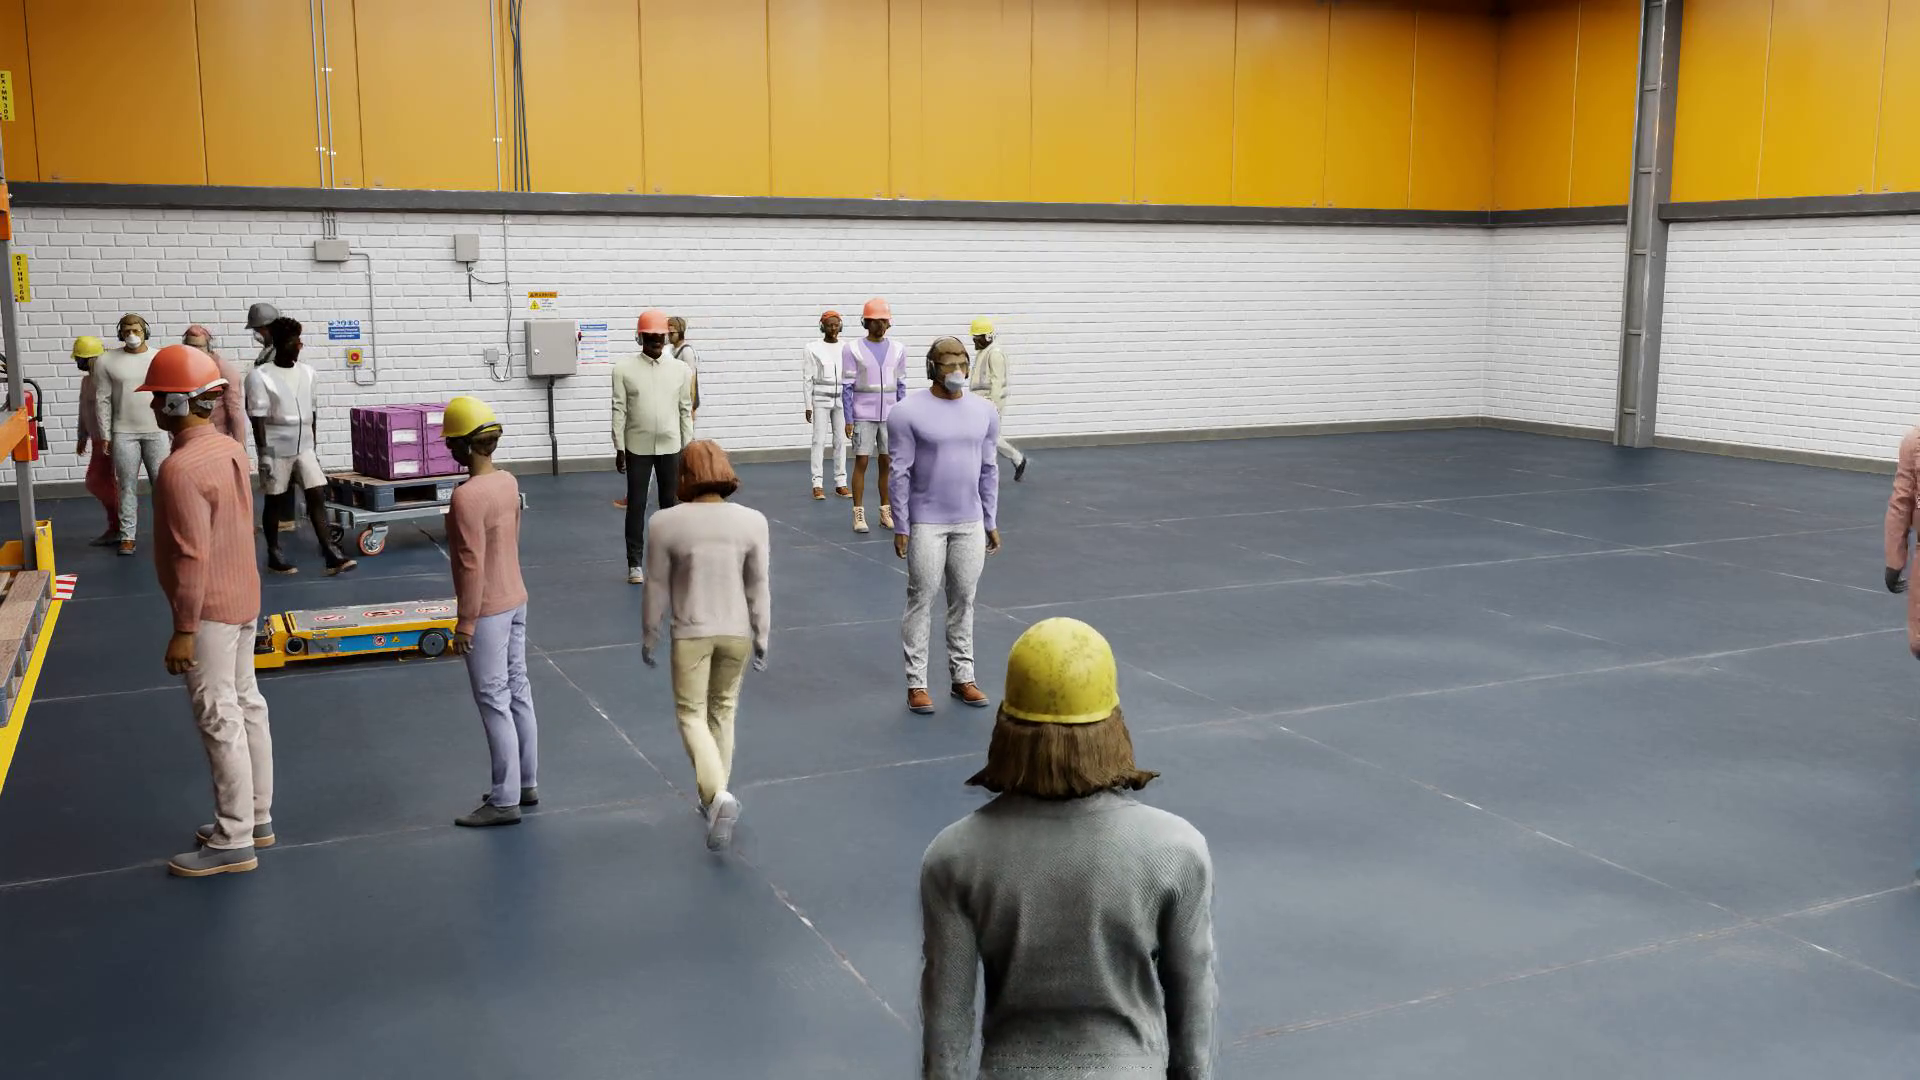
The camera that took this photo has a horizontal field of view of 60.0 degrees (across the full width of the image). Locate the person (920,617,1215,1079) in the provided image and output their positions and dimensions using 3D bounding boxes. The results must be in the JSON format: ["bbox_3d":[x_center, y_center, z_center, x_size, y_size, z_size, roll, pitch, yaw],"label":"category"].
[{"bbox_3d":[0.174,0.976,2.791,0.481,1.700,0.910,2,9,11],"label":"person"}]

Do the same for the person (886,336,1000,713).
[{"bbox_3d":[-0.071,-0.082,8.610,0.629,1.940,0.373,-4,10,-25],"label":"person"}]

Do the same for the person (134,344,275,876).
[{"bbox_3d":[-2.847,0.265,6.278,0.393,1.995,0.612,-1,9,-4],"label":"person"}]

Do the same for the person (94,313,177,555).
[{"bbox_3d":[-6.589,-0.851,13.384,0.629,1.940,0.373,-4,10,-25],"label":"person"}]

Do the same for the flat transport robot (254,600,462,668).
[{"bbox_3d":[-3.517,0.539,9.916,1.431,0.197,0.652,-4,10,-25],"label":"flat transport robot"}]

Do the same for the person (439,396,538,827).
[{"bbox_3d":[-1.954,0.292,6.828,0.328,1.765,0.528,1,9,7],"label":"person"}]

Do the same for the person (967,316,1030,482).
[{"bbox_3d":[0.375,-1.436,17.427,0.631,1.803,0.615,-3,10,-17],"label":"person"}]

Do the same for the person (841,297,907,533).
[{"bbox_3d":[-0.729,-1.083,14.493,0.606,2.046,0.369,-4,10,-25],"label":"person"}]

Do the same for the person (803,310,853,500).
[{"bbox_3d":[-1.288,-1.346,16.627,0.574,1.883,0.356,-4,10,-25],"label":"person"}]

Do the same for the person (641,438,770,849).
[{"bbox_3d":[-0.987,0.403,6.647,0.514,1.605,0.723,-4,10,-21],"label":"person"}]

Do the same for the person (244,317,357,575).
[{"bbox_3d":[-4.880,-0.668,12.248,0.929,1.927,0.622,6,11,34],"label":"person"}]

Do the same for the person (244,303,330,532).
[{"bbox_3d":[-5.850,-1.079,14.478,0.690,2.000,0.721,-7,11,-37],"label":"person"}]

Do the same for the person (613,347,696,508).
[{"bbox_3d":[-2.887,-1.196,15.825,0.825,1.853,0.581,0,9,-3],"label":"person"}]

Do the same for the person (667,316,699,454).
[{"bbox_3d":[-2.848,-1.349,16.838,0.424,1.821,0.578,-3,10,-20],"label":"person"}]

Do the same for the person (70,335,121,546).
[{"bbox_3d":[-7.072,-0.806,13.667,0.350,1.750,0.561,-8,12,-40],"label":"person"}]

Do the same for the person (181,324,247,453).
[{"bbox_3d":[-6.222,-0.844,13.641,0.733,1.845,1.006,3,10,17],"label":"person"}]

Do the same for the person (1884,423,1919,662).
[{"bbox_3d":[4.683,0.092,7.734,0.678,1.879,0.710,9,13,43],"label":"person"}]

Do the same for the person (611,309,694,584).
[{"bbox_3d":[-2.239,-0.683,12.163,0.608,1.996,0.375,-4,10,-25],"label":"person"}]
